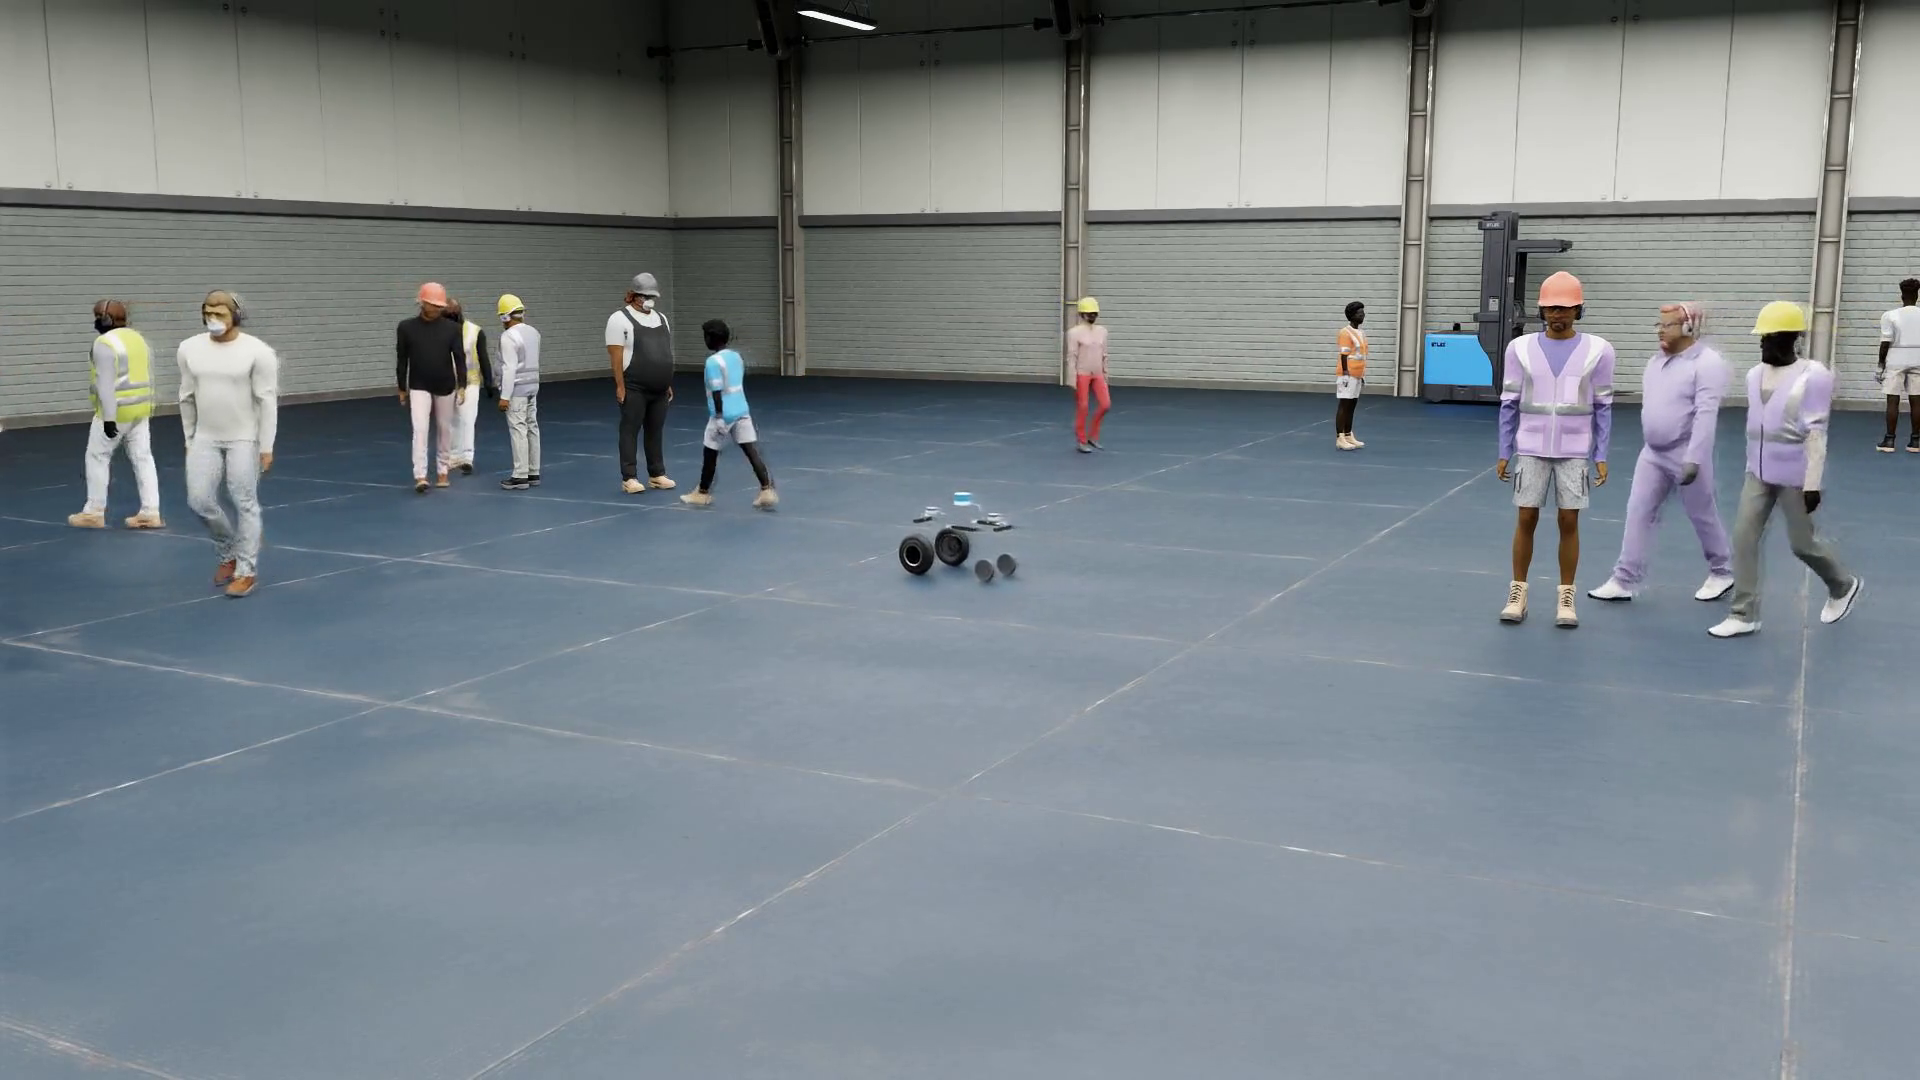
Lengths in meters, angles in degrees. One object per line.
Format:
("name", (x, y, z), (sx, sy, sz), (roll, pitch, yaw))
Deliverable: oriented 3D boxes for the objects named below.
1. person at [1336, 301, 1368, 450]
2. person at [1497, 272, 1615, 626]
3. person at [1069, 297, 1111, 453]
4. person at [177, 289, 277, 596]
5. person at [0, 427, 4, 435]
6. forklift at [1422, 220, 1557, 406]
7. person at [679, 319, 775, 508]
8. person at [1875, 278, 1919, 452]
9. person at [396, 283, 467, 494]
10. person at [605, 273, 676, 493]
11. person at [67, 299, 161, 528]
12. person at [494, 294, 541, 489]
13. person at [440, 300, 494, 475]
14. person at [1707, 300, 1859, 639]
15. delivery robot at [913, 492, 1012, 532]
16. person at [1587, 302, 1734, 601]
("person", (4.517, -1.897, 19.170), (0.319, 1.697, 0.533), (6, 11, 34))
("person", (3.427, -0.519, 9.615), (0.615, 2.039, 0.391), (4, 10, 23))
("person", (1.474, -1.857, 18.771), (0.548, 1.746, 0.426), (-5, 10, -28))
("person", (-4.605, -0.603, 10.456), (0.639, 1.928, 0.432), (0, 9, 2))
("person", (-11.679, -1.902, 19.492), (0.518, 1.603, 0.815), (8, 12, 40))
("forklift", (8.245, -3.527, 25.720), (1.873, 2.768, 1.129), (5, 10, 27))
("person", (-1.995, -1.083, 14.332), (0.907, 1.642, 0.536), (5, 11, 29))
("person", (10.729, -1.984, 18.884), (0.609, 1.963, 0.367), (2, 9, 9))
("person", (-4.928, -1.422, 15.535), (0.618, 1.936, 0.993), (-3, 10, -19))
("person", (-2.921, -1.458, 15.539), (0.538, 2.000, 0.681), (7, 12, 38))
("person", (-6.794, -0.997, 13.248), (0.803, 1.815, 0.661), (1, 9, 7))
("person", (-4.198, -1.405, 15.758), (0.403, 1.821, 0.586), (2, 9, 14))
("person", (-5.125, -1.555, 16.877), (0.698, 1.761, 1.026), (-1, 9, -5))
("person", (4.699, -0.400, 9.365), (0.893, 1.893, 0.591), (-4, 10, -21))
("delivery robot", (0.013, -0.207, 11.309), (0.698, 0.223, 0.335), (7, 11, 35))
("person", (4.442, -0.535, 10.295), (0.986, 1.866, 0.651), (-4, 10, -22))
